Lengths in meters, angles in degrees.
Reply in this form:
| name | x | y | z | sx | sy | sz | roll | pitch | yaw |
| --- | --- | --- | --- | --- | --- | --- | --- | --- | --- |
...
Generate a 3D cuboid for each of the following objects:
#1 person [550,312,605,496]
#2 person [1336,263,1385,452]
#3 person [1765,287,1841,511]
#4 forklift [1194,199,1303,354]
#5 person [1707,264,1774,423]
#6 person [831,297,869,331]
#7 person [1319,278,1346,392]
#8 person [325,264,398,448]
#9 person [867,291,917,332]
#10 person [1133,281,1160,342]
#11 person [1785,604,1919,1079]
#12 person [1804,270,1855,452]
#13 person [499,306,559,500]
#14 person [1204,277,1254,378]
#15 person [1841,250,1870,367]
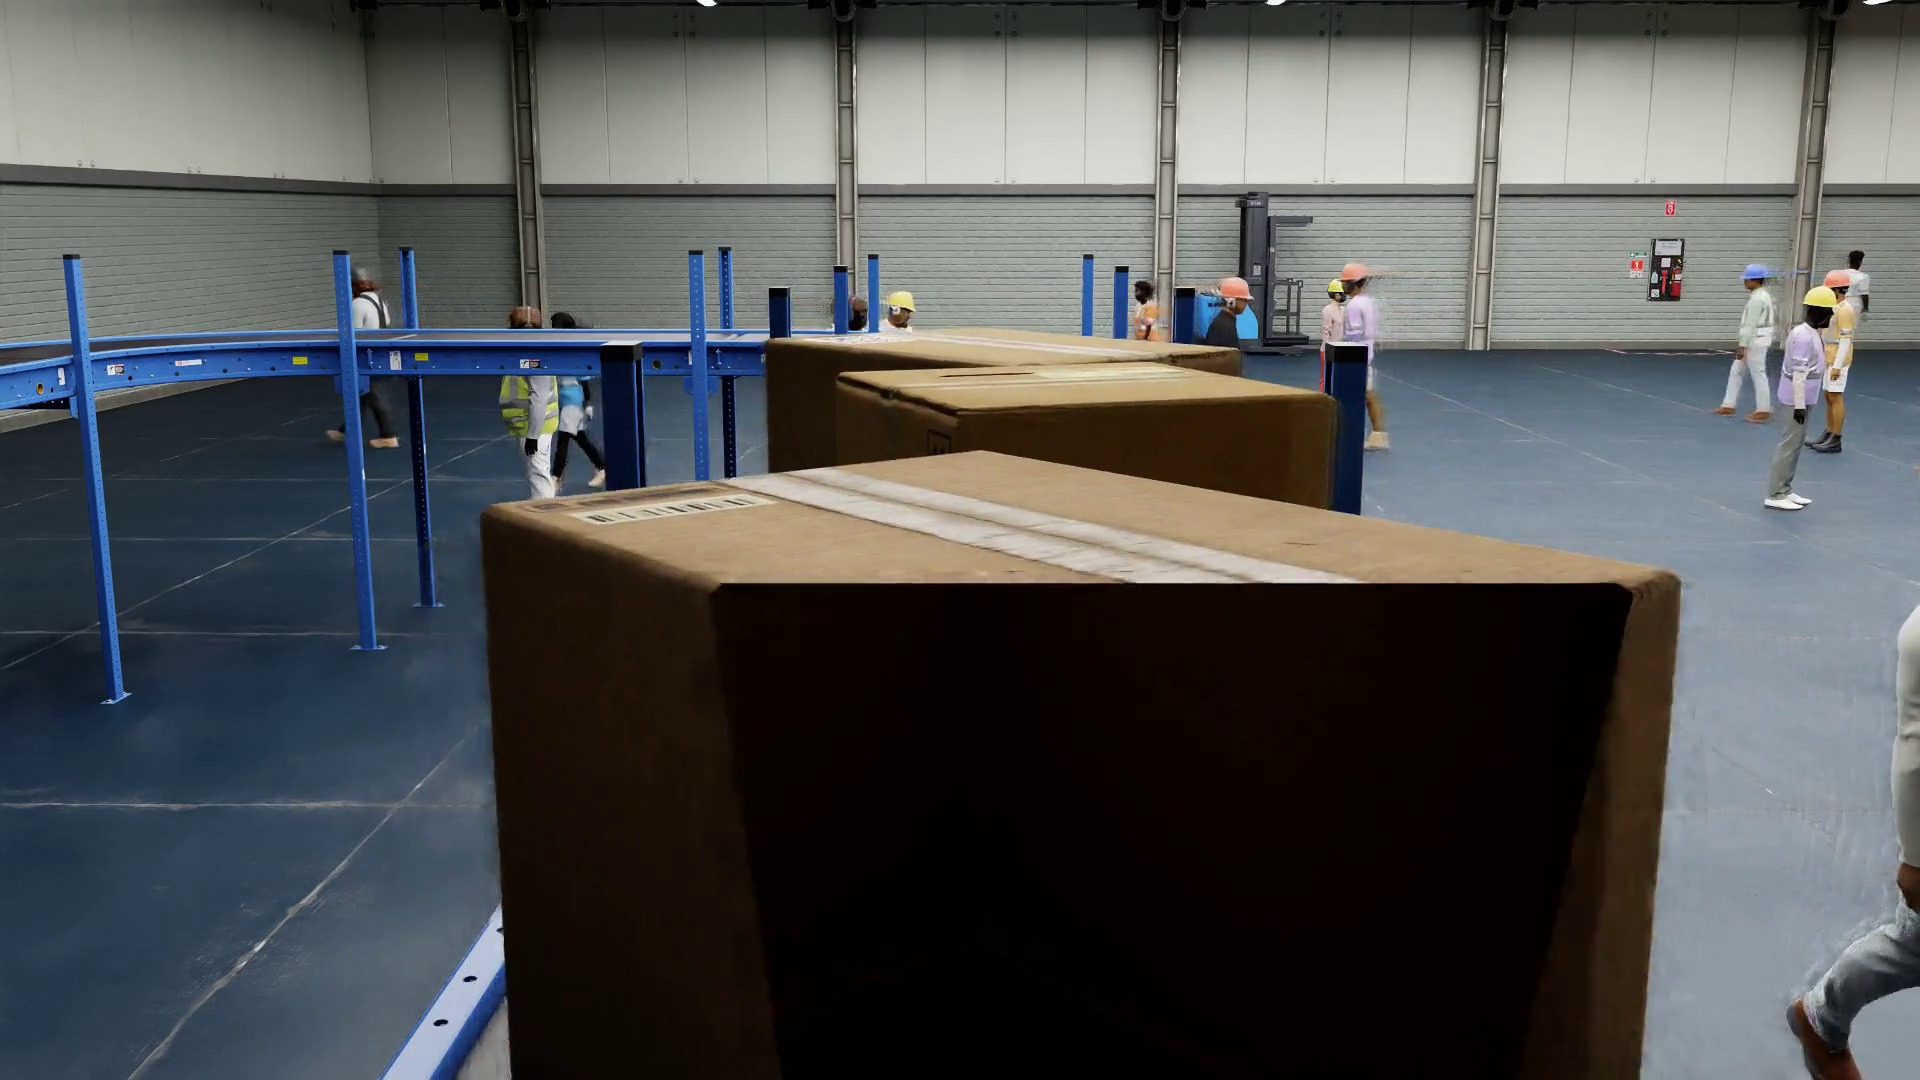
| name | x | y | z | sx | sy | sz | roll | pitch | yaw |
| --- | --- | --- | --- | --- | --- | --- | --- | --- | --- |
| person | -3.543 | -1.253 | 15.175 | 0.883 | 1.651 | 0.546 | -9 | 14 | -40 |
| person | 4.153 | -1.962 | 17.915 | 1.013 | 1.998 | 0.632 | 7 | 13 | 32 |
| person | 7.287 | -1.220 | 14.343 | 0.414 | 1.914 | 0.597 | 8 | 14 | 36 |
| forklift | 5.313 | -4.851 | 30.603 | 1.873 | 2.768 | 1.129 | 0 | 11 | 1 |
| person | 9.617 | -2.416 | 20.443 | 0.843 | 1.913 | 0.651 | 6 | 12 | 26 |
| person | -0.960 | -1.301 | 15.092 | 1.006 | 1.777 | 0.657 | 7 | 13 | 30 |
| person | 4.518 | -2.259 | 20.044 | 0.311 | 1.768 | 0.532 | 8 | 13 | 35 |
| person | -6.592 | -2.014 | 18.187 | 0.926 | 2.000 | 0.699 | 1 | 11 | 3 |
| person | -0.672 | -1.507 | 16.118 | 0.780 | 1.782 | 0.613 | 8 | 13 | 34 |
| person | 2.443 | -2.632 | 22.254 | 0.888 | 1.641 | 0.548 | -4 | 12 | -21 |
| person | 2.656 | 0.728 | 4.374 | 0.640 | 1.906 | 0.969 | -2 | 11 | -12 |
| person | 9.369 | -1.920 | 17.865 | 0.376 | 1.934 | 0.547 | 3 | 12 | 17 |
| person | -3.224 | -0.825 | 12.476 | 0.429 | 1.846 | 0.627 | -4 | 12 | -18 |
| person | 2.364 | -1.337 | 14.782 | 0.523 | 1.972 | 0.625 | 1 | 11 | 4 |
| person | 14.971 | -3.890 | 27.950 | 0.517 | 1.943 | 0.628 | -7 | 13 | -31 |
